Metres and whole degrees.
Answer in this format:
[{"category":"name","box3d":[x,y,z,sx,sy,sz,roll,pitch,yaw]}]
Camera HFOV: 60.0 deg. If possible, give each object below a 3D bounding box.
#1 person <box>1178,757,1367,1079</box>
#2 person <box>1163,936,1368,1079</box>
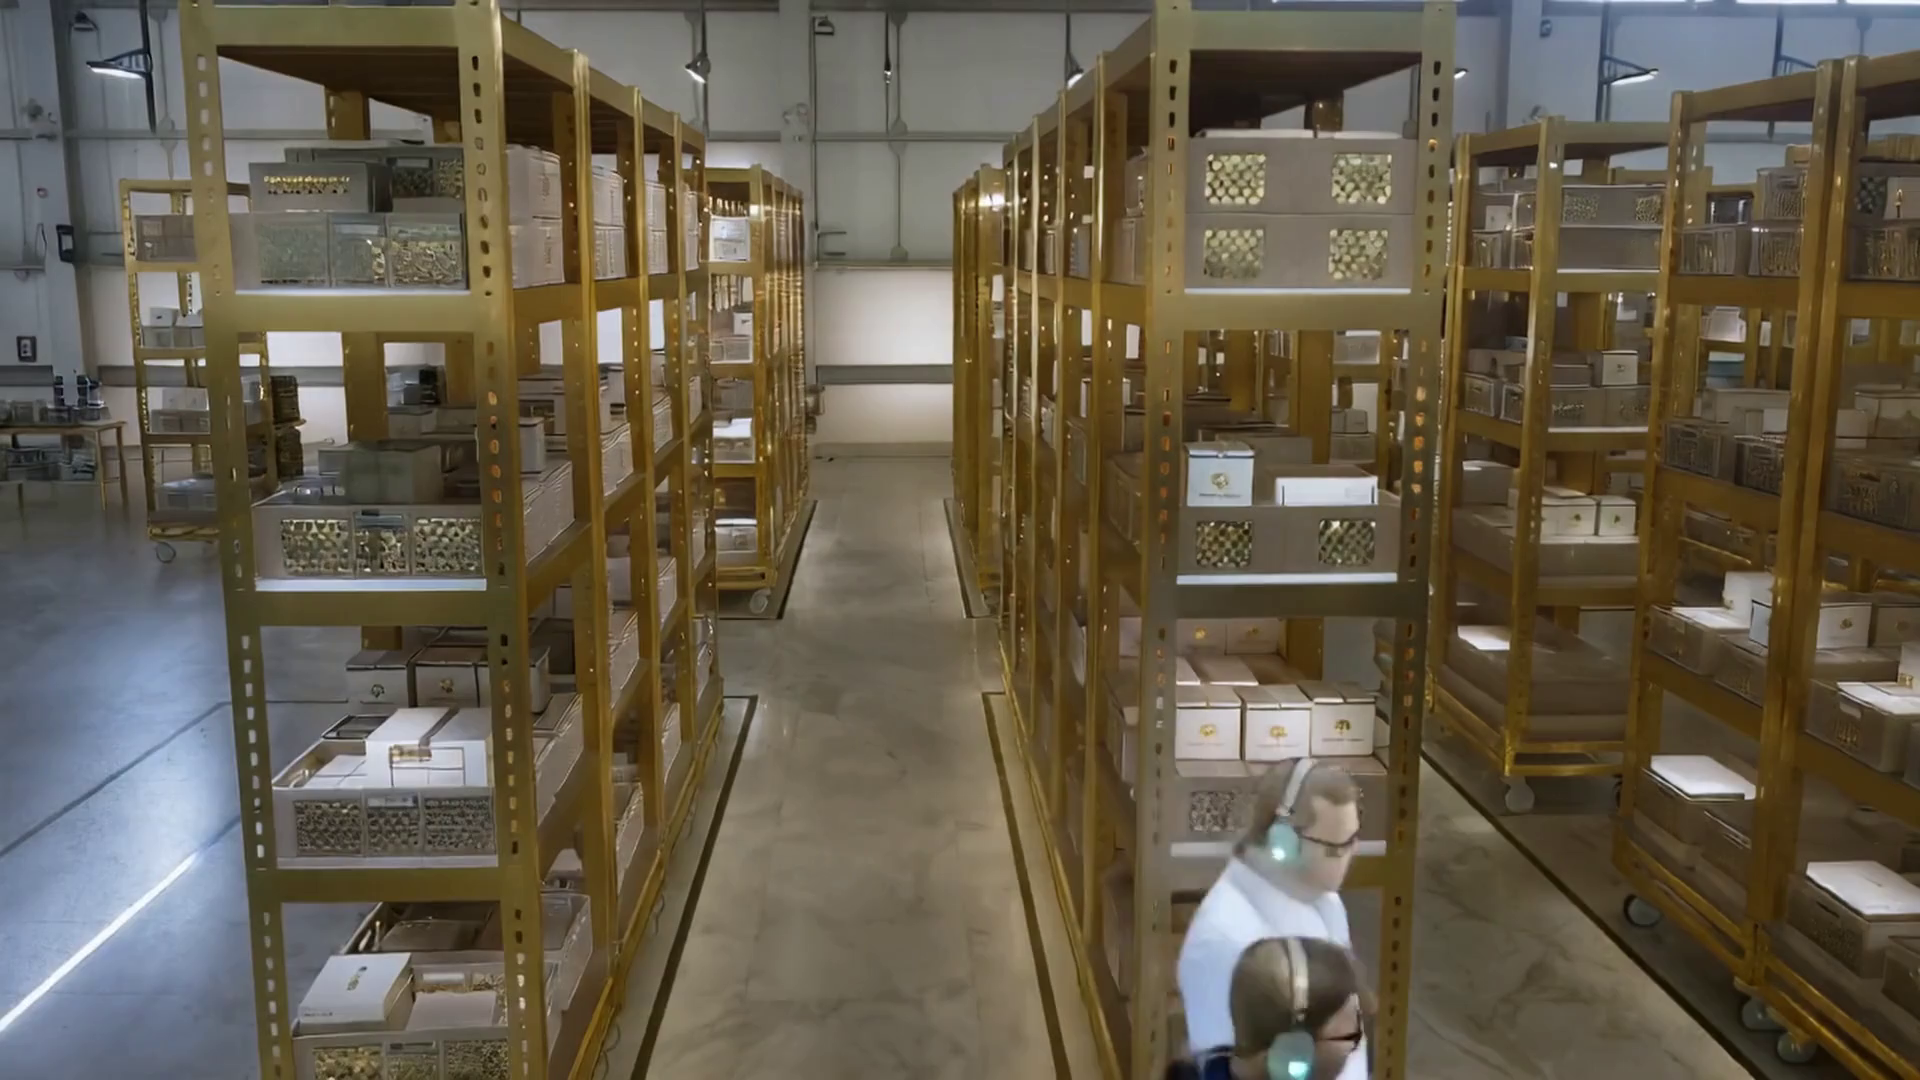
[{"category":"person","box3d":[0.718,1.380,3.769,0.431,1.881,0.670,5,11,26]},{"category":"person","box3d":[0.525,1.564,3.004,1.008,1.779,0.583,0,10,-2]}]
